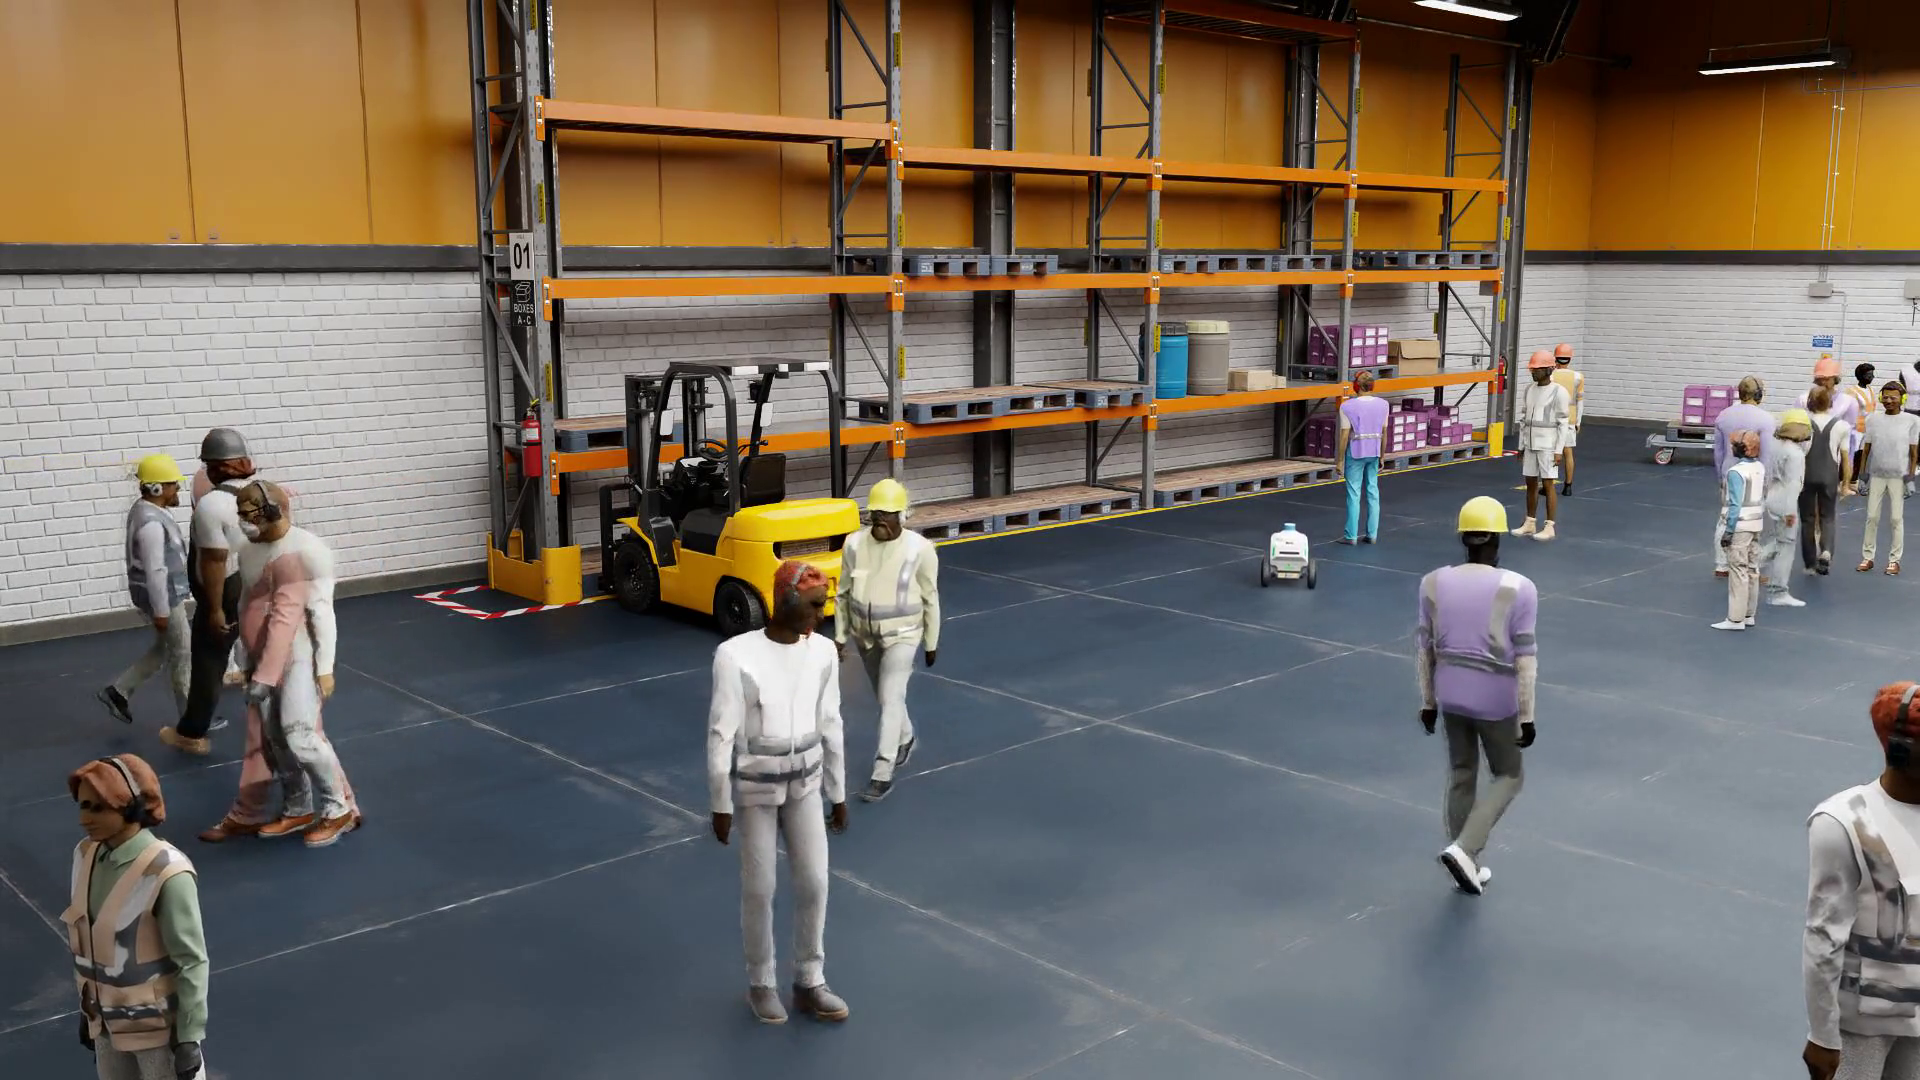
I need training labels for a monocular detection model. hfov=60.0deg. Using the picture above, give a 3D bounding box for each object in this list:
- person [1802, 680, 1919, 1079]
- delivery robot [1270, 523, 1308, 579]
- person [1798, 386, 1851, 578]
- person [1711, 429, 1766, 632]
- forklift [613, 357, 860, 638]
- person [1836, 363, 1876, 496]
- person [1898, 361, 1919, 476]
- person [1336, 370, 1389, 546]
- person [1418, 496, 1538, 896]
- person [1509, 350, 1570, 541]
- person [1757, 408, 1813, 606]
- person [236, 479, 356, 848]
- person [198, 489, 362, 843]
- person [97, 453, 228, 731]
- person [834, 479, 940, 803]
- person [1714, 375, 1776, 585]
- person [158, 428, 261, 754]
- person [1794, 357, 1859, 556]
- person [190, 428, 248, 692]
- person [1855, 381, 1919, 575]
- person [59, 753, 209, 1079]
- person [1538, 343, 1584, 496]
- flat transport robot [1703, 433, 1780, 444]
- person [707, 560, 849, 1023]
[{"bbox_3d":[2.577,1.317,4.632,0.584,1.881,0.349,-4,11,-24],"label":"person"},{"bbox_3d":[3.052,0.090,15.422,0.477,0.478,0.707,2,10,10],"label":"delivery robot"},{"bbox_3d":[8.053,-0.533,15.627,0.512,1.825,0.462,4,10,22],"label":"person"},{"bbox_3d":[6.341,-0.077,13.500,0.515,1.640,0.315,-9,13,-41],"label":"person"},{"bbox_3d":[-1.847,-0.414,13.852,1.214,2.155,2.313,-9,13,-42],"label":"forklift"},{"bbox_3d":[11.411,-1.405,21.134,0.530,1.689,0.321,-6,11,-32],"label":"person"},{"bbox_3d":[12.968,-1.740,22.511,0.612,1.892,0.730,4,10,21],"label":"person"},{"bbox_3d":[4.218,-0.855,17.444,0.567,1.850,0.389,-3,10,-18],"label":"person"},{"bbox_3d":[2.416,0.751,7.835,0.506,1.911,0.602,-9,13,-44],"label":"person"},{"bbox_3d":[6.189,-1.010,17.783,0.393,2.041,0.613,-5,11,-25],"label":"person"},{"bbox_3d":[7.141,-0.292,14.525,0.497,1.716,0.525,1,10,8],"label":"person"},{"bbox_3d":[-3.459,0.631,8.576,0.661,1.913,0.385,6,11,32],"label":"person"},{"bbox_3d":[-3.541,0.646,8.597,0.778,1.872,0.664,-6,11,-32],"label":"person"},{"bbox_3d":[-5.082,0.350,10.496,0.655,1.812,0.604,-5,11,-27],"label":"person"},{"bbox_3d":[-0.402,0.519,9.568,0.579,1.796,0.920,5,11,25],"label":"person"},{"bbox_3d":[7.276,-0.555,15.425,0.372,1.940,0.631,-5,11,-25],"label":"person"},{"bbox_3d":[-4.498,0.296,10.145,0.901,2.000,0.695,3,10,19],"label":"person"},{"bbox_3d":[8.837,-0.867,17.067,0.679,2.037,0.631,-9,14,-44],"label":"person"},{"bbox_3d":[-5.071,0.139,11.643,0.626,1.847,0.429,6,12,33],"label":"person"},{"bbox_3d":[8.867,-0.591,15.905,0.498,1.856,0.326,8,13,40],"label":"person"},{"bbox_3d":[-2.363,1.410,4.805,0.525,1.637,0.307,6,11,30],"label":"person"},{"bbox_3d":[7.586,-1.515,21.047,0.543,1.939,0.355,1,10,5],"label":"person"},{"bbox_3d":[12.265,-1.510,25.894,0.652,0.197,1.431,-2,10,-11],"label":"flat transport robot"},{"bbox_3d":[-0.719,1.007,6.578,0.607,1.862,0.370,-6,11,-32],"label":"person"}]
